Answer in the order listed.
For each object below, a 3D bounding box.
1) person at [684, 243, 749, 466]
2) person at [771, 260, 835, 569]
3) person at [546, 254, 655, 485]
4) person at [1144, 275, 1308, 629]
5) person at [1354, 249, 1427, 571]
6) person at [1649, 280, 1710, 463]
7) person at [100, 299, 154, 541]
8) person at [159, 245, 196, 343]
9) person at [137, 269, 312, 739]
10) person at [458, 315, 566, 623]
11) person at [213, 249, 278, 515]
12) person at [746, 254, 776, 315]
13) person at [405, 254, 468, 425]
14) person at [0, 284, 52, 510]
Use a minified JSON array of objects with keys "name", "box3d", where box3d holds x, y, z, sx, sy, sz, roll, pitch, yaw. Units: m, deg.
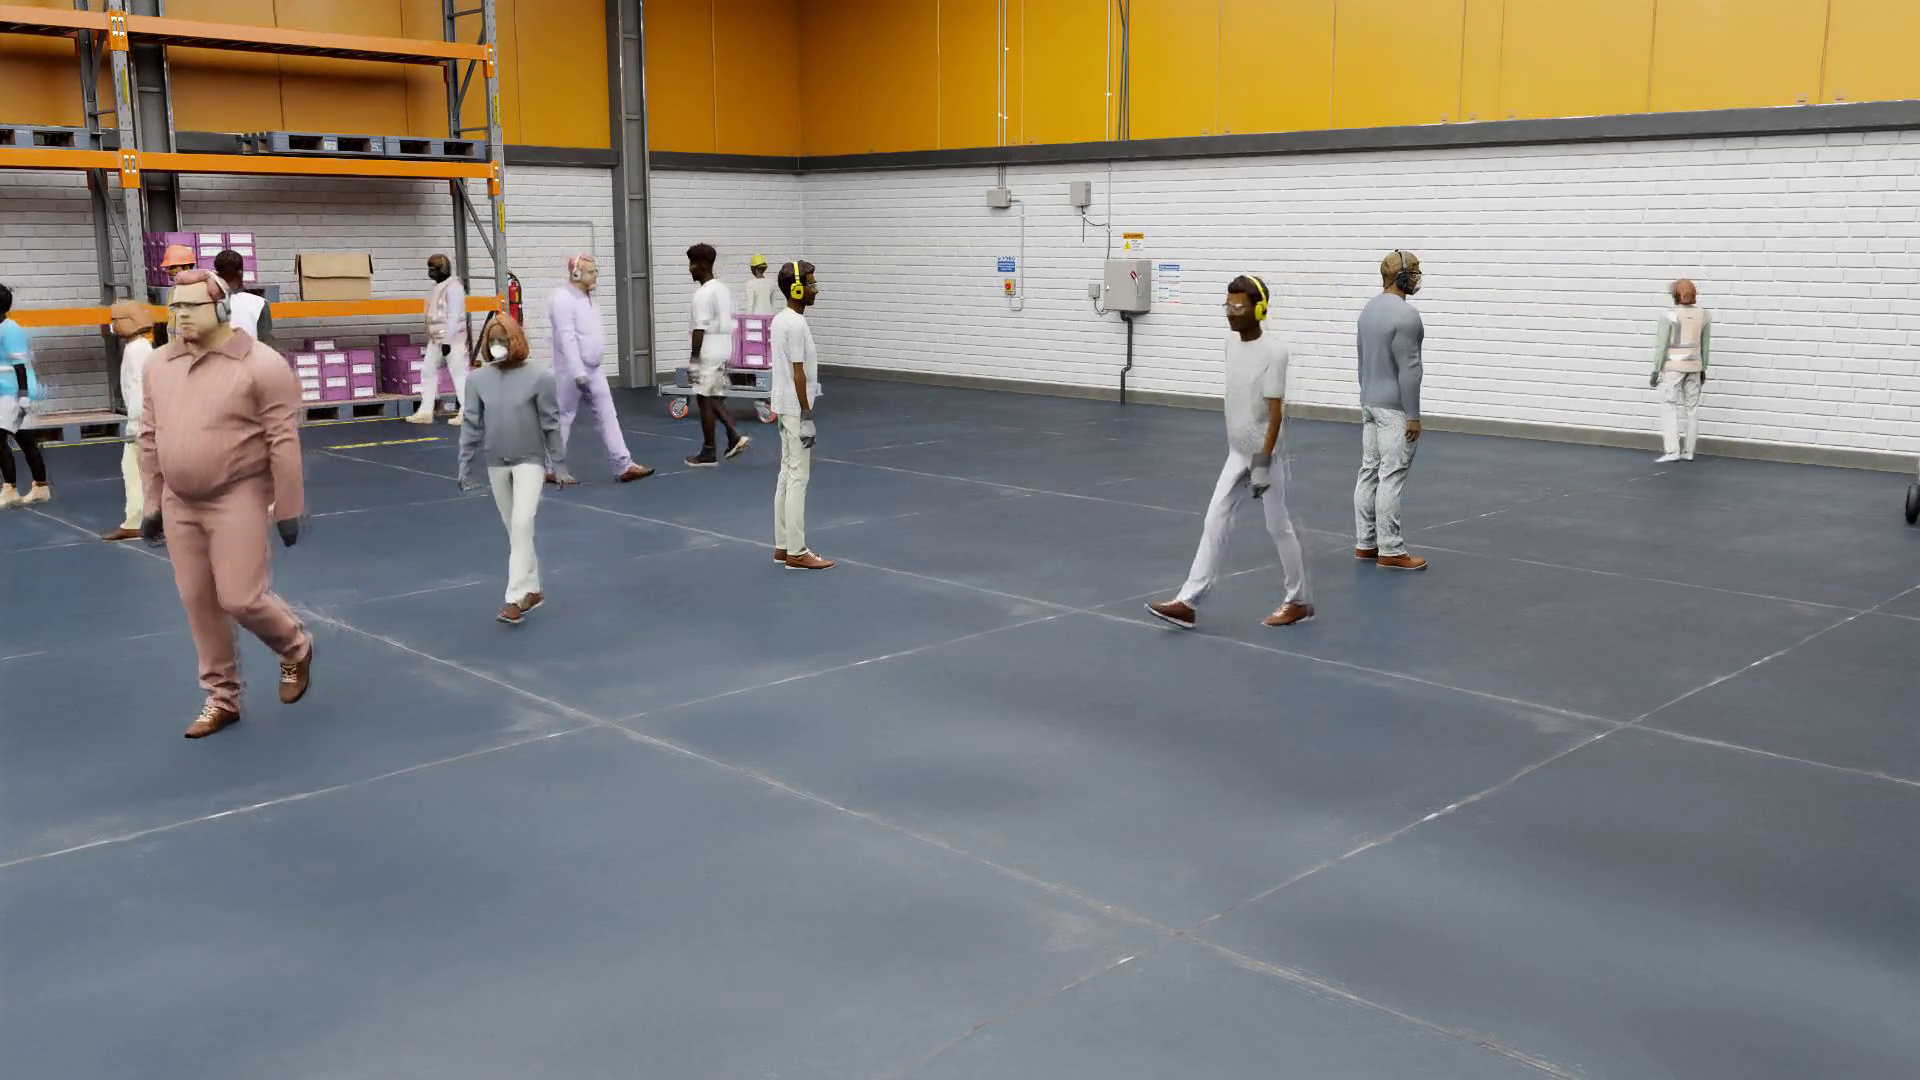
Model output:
[{"name":"person","box3d":[-2.181,-1.602,14.523,0.454,1.943,0.641,2,11,13]},{"name":"person","box3d":[-0.985,-0.757,10.150,0.328,1.869,0.520,-4,11,-20]},{"name":"person","box3d":[-2.969,-1.356,13.424,0.949,1.866,0.650,3,11,18]},{"name":"person","box3d":[1.429,-0.419,8.454,0.980,1.810,0.524,-6,12,-29]},{"name":"person","box3d":[2.621,-0.785,10.105,0.373,1.940,0.630,-3,11,-13]},{"name":"person","box3d":[6.454,-1.492,14.836,0.552,1.632,0.385,-3,11,-13]},{"name":"person","box3d":[-5.342,-0.795,11.056,0.730,1.608,0.501,-5,12,-27]},{"name":"person","box3d":[-6.779,-1.613,14.620,0.551,1.934,0.373,5,12,28]},{"name":"person","box3d":[-3.013,-0.156,6.804,0.648,1.891,0.514,2,11,12]},{"name":"person","box3d":[-2.381,-0.360,8.680,0.529,1.599,0.777,2,11,12]},{"name":"person","box3d":[-5.193,-1.117,11.964,0.593,1.921,0.392,0,10,1]},{"name":"person","box3d":[-2.656,-2.904,22.125,0.320,1.769,0.523,9,14,40]},{"name":"person","box3d":[-5.576,-2.111,17.665,0.808,1.812,0.657,-8,13,-38]},{"name":"person","box3d":[-7.113,-1.064,12.335,0.625,1.671,0.552,-9,14,-41]}]
